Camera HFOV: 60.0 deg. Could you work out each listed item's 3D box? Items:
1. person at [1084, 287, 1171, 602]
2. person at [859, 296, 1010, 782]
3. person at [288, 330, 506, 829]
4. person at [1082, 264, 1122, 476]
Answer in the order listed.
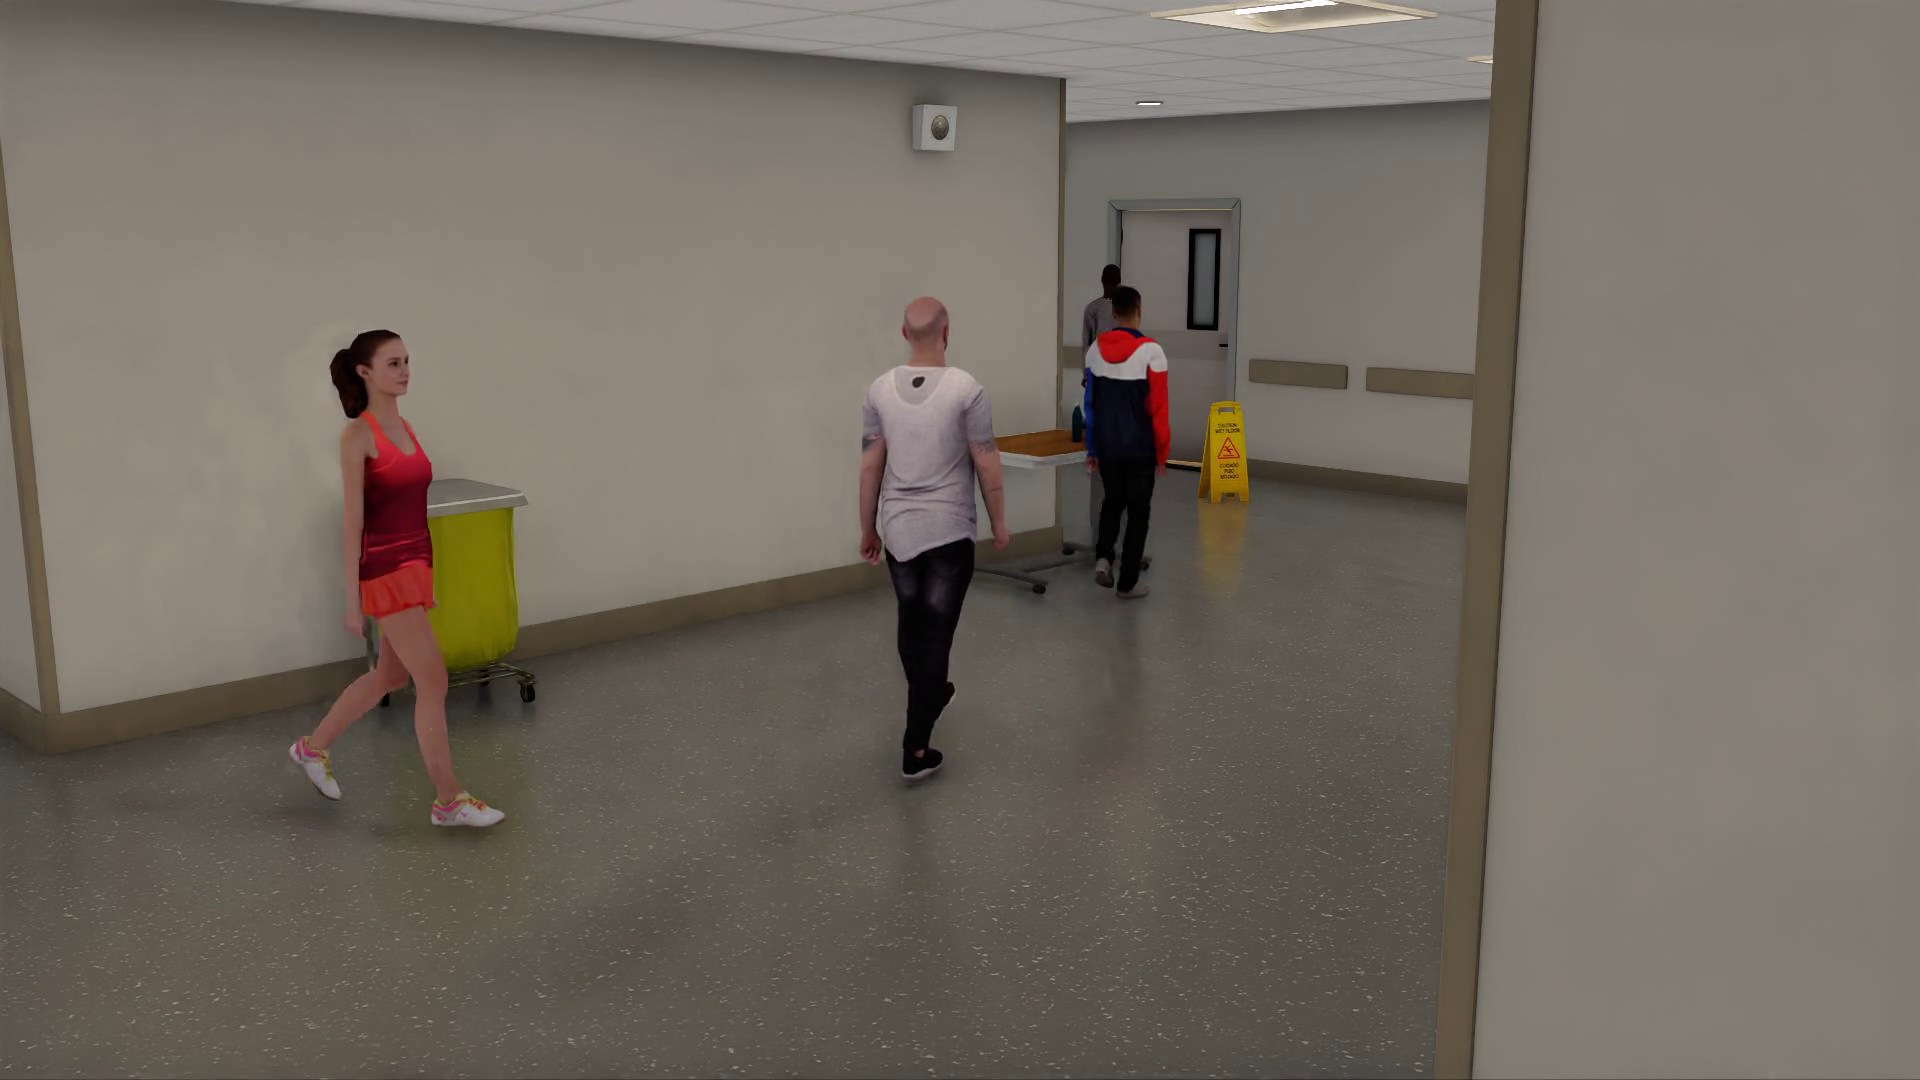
[{"bbox_3d":[0.876,-0.514,9.256,0.677,1.745,0.790,7,13,31],"label":"person"},{"bbox_3d":[-0.150,0.016,6.314,1.133,1.801,1.004,5,12,23],"label":"person"},{"bbox_3d":[-2.036,0.156,5.786,1.171,1.722,0.971,2,11,11],"label":"person"},{"bbox_3d":[1.251,-1.422,13.965,0.699,1.772,0.726,-2,11,-8],"label":"person"}]
